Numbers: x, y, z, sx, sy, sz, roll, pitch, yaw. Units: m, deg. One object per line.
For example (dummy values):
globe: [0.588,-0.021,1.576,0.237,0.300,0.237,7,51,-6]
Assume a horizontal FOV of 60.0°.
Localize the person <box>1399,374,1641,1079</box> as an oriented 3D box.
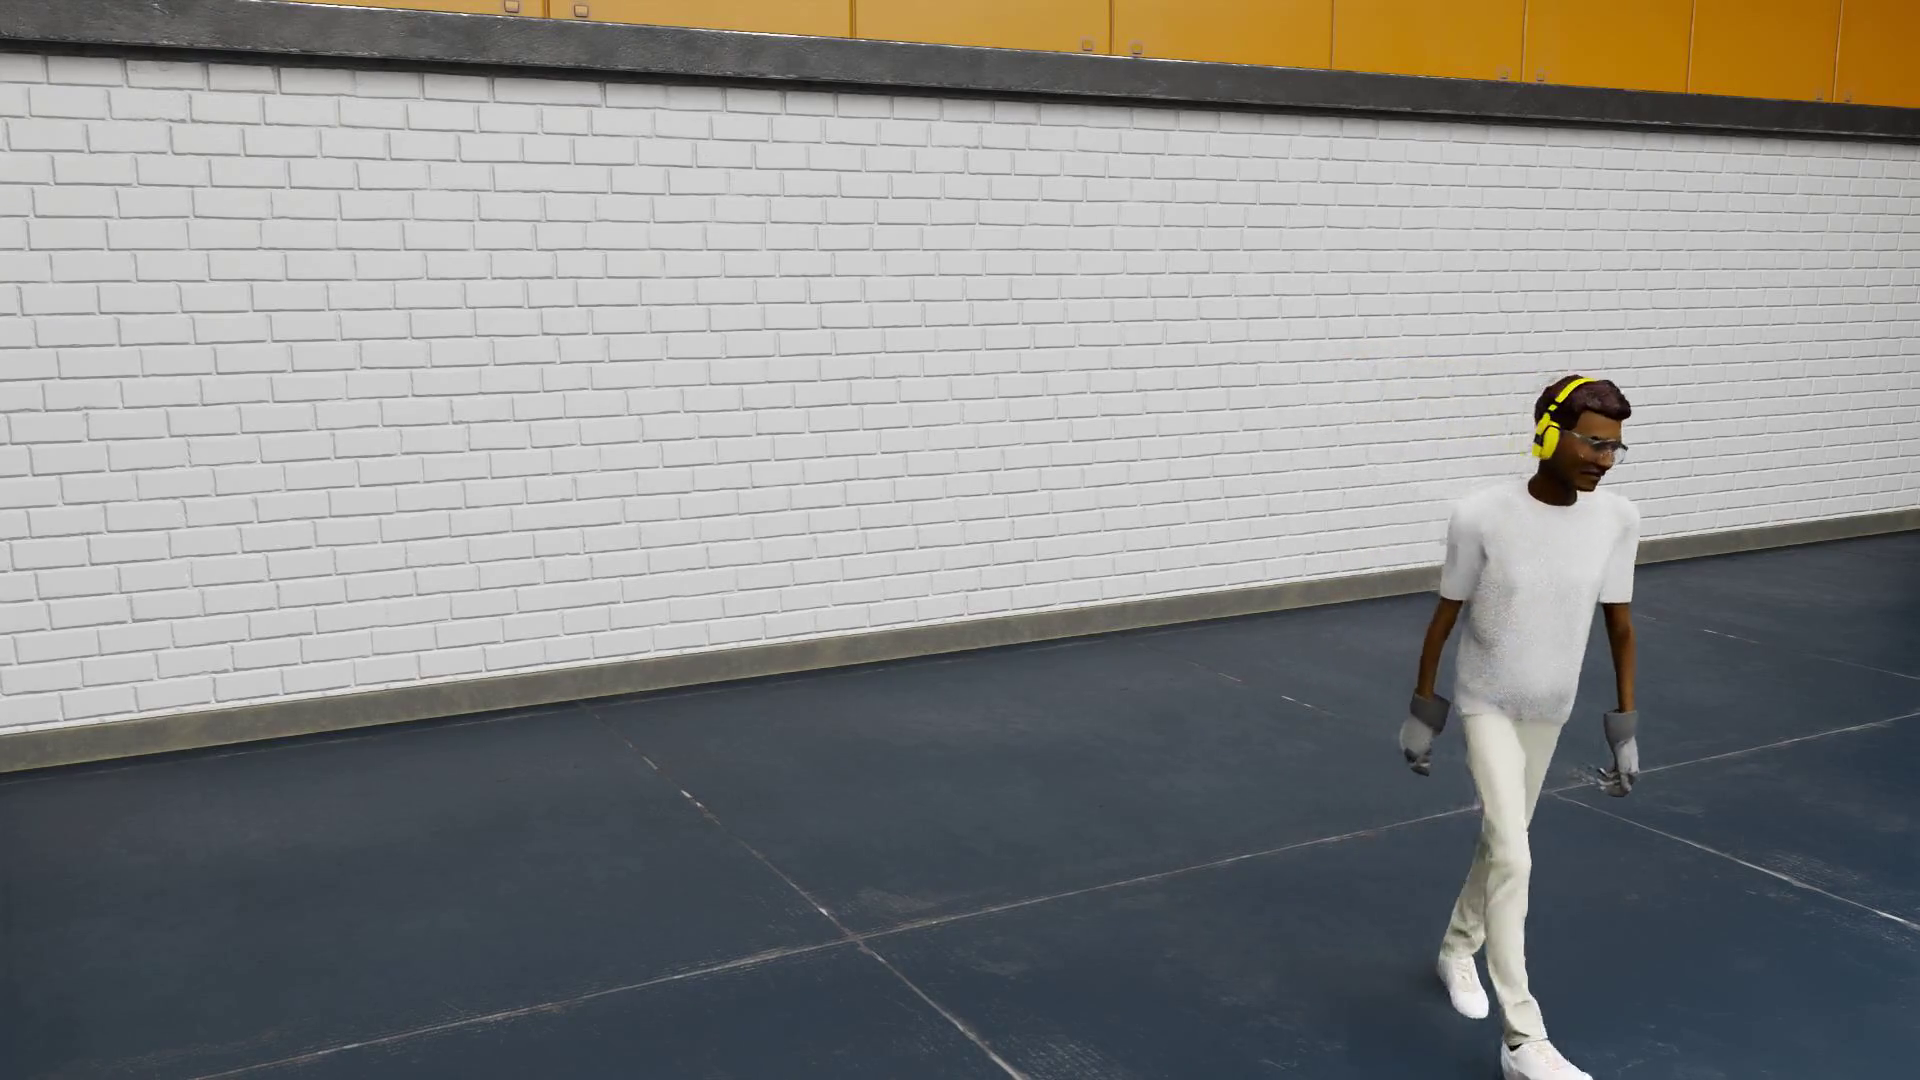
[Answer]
person: [1.469,0.479,4.331,0.549,1.818,0.957,-2,10,-10]
